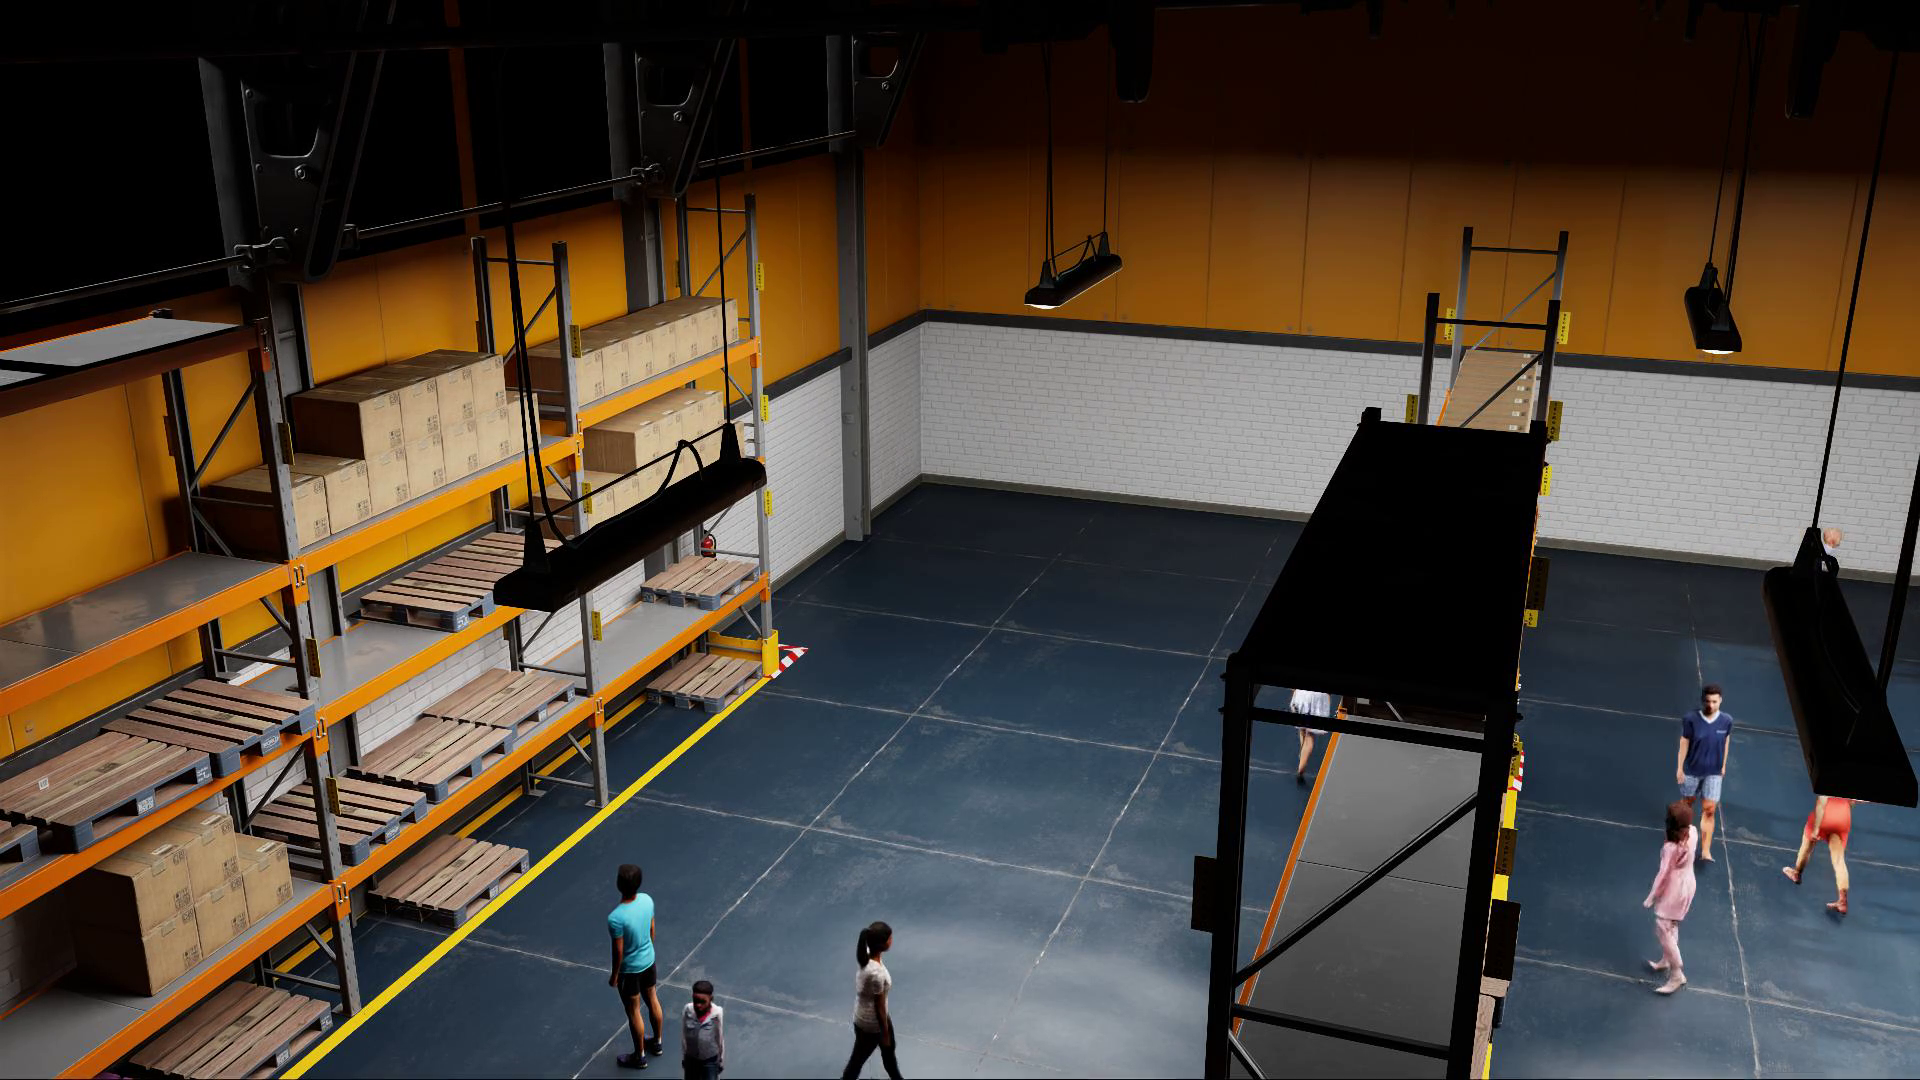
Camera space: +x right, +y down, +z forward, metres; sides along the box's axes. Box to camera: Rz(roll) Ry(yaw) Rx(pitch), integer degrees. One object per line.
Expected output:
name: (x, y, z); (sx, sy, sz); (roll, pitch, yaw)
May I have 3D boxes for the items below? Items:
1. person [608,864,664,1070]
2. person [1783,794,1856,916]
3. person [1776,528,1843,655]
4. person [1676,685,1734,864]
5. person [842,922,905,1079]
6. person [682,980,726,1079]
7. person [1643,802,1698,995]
person: (-2.591, 3.399, 13.332); (0.730, 1.777, 0.545); (12, 22, 32)
person: (8.205, 2.700, 15.568); (0.965, 1.675, 1.221); (-2, 19, -7)
person: (10.922, 0.725, 21.334); (0.985, 1.737, 1.259); (1, 19, 3)
person: (7.409, 2.265, 16.662); (0.706, 1.801, 1.122); (5, 19, 13)
person: (-0.767, 3.690, 12.737); (0.968, 1.605, 1.000); (-3, 19, -10)
person: (-1.945, 3.882, 12.717); (0.542, 1.254, 0.649); (4, 19, 11)
person: (6.167, 3.061, 14.329); (0.736, 1.781, 0.854); (-11, 21, -29)
